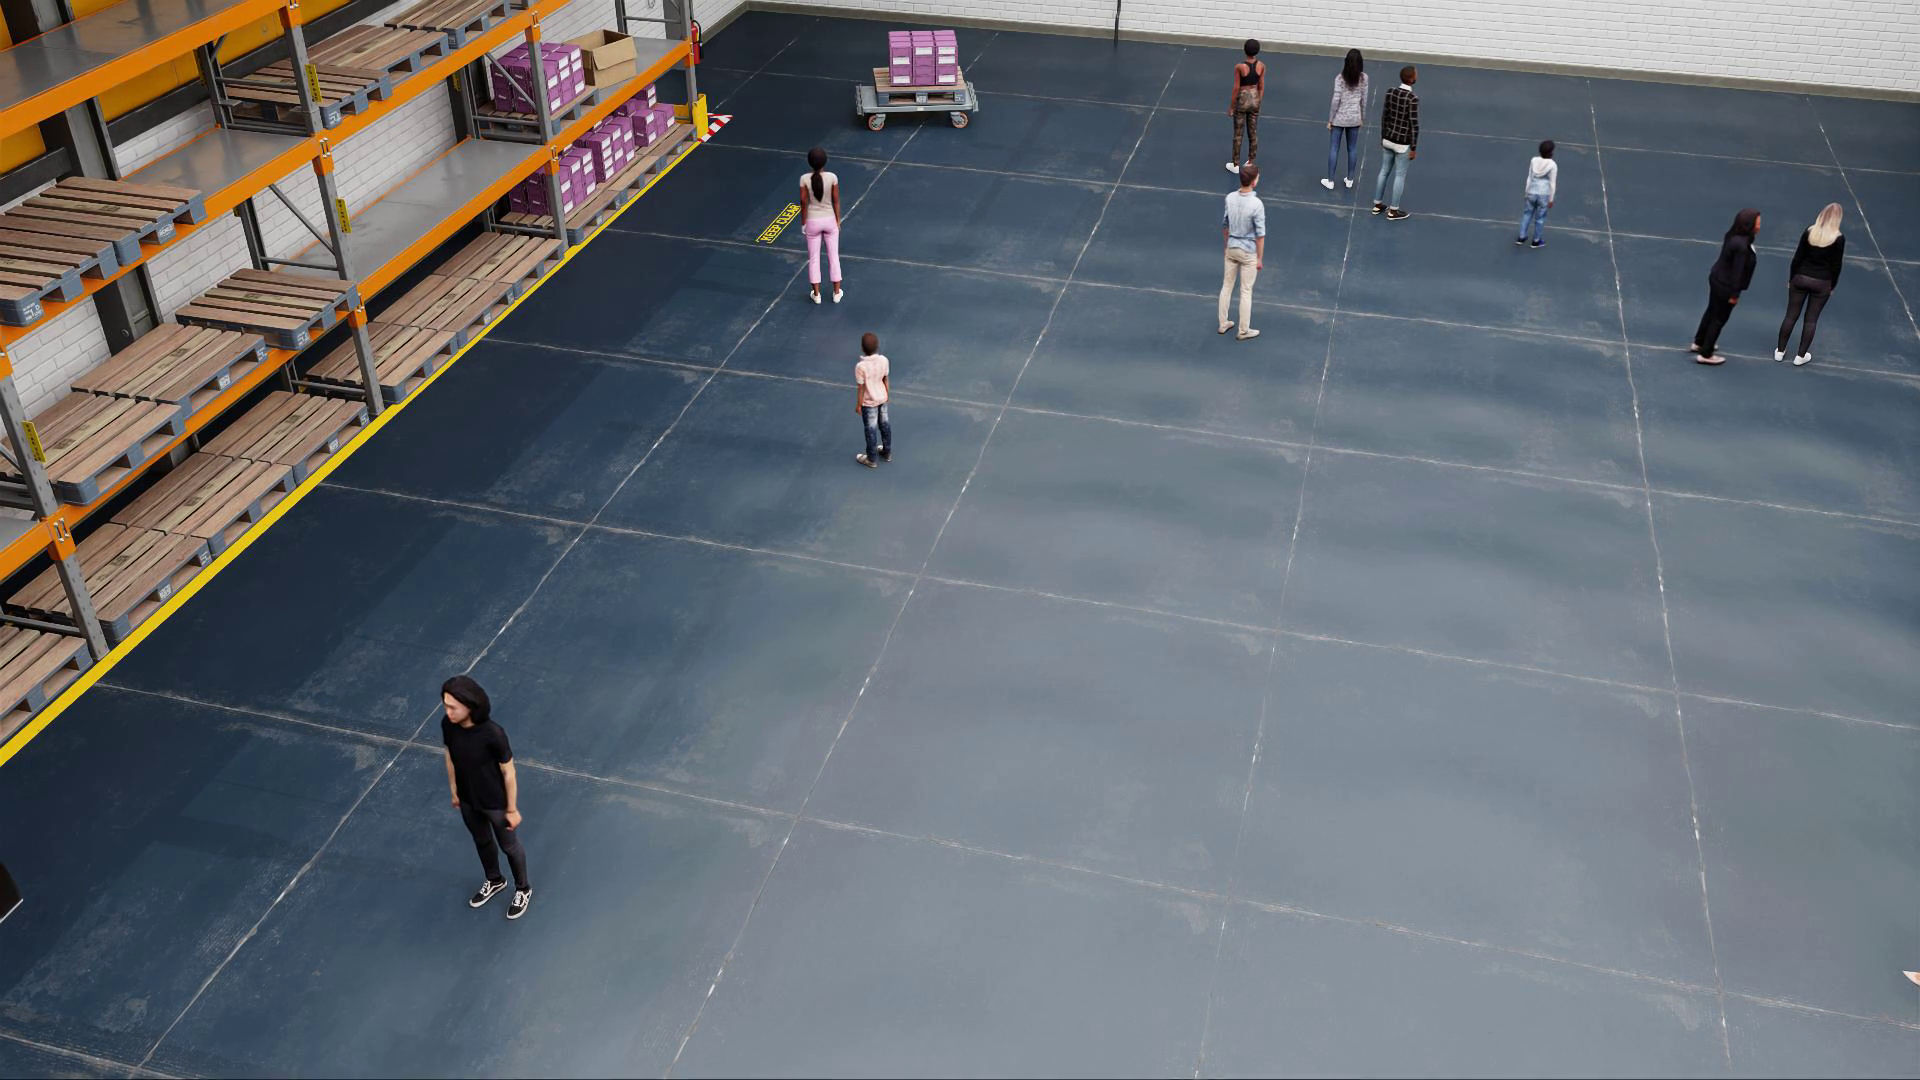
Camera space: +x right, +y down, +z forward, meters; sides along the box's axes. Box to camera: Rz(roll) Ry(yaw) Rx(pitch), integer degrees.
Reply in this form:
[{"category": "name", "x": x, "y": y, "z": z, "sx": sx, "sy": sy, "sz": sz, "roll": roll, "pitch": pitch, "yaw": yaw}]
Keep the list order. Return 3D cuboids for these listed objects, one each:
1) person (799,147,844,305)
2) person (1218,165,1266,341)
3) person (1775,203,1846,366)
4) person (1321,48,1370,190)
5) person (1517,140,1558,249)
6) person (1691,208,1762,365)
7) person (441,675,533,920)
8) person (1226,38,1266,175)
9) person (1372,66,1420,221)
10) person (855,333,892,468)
[{"category": "person", "x": -1.487, "y": -3.369, "z": 17.788, "sx": 0.640, "sy": 1.740, "sz": 0.628, "roll": -4, "pitch": 34, "yaw": -5}, {"category": "person", "x": 2.894, "y": -2.962, "z": 17.079, "sx": 0.730, "sy": 1.848, "sz": 0.728, "roll": 28, "pitch": 43, "yaw": 36}, {"category": "person", "x": 8.501, "y": -2.557, "z": 16.615, "sx": 0.678, "sy": 1.687, "sz": 0.666, "roll": 24, "pitch": 40, "yaw": 31}, {"category": "person", "x": 4.774, "y": -5.212, "z": 20.569, "sx": 0.688, "sy": 1.732, "sz": 0.656, "roll": -5, "pitch": 34, "yaw": -7}, {"category": "person", "x": 6.670, "y": -4.000, "z": 19.171, "sx": 0.561, "sy": 1.260, "sz": 0.594, "roll": 27, "pitch": 42, "yaw": 34}, {"category": "person", "x": 7.682, "y": -2.560, "z": 16.686, "sx": 0.714, "sy": 1.612, "sz": 0.581, "roll": 5, "pitch": 34, "yaw": 8}, {"category": "person", "x": -2.933, "y": 1.561, "z": 10.286, "sx": 0.672, "sy": 1.835, "sz": 0.564, "roll": 14, "pitch": 36, "yaw": 19}, {"category": "person", "x": 3.619, "y": -5.493, "z": 21.020, "sx": 0.662, "sy": 1.700, "sz": 0.668, "roll": -7, "pitch": 34, "yaw": -11}, {"category": "person", "x": 5.192, "y": -4.728, "z": 19.761, "sx": 0.774, "sy": 1.820, "sz": 0.745, "roll": -22, "pitch": 40, "yaw": -30}, {"category": "person", "x": -0.779, "y": -1.275, "z": 15.029, "sx": 0.562, "sy": 1.307, "sz": 0.637, "roll": -23, "pitch": 40, "yaw": -30}]
